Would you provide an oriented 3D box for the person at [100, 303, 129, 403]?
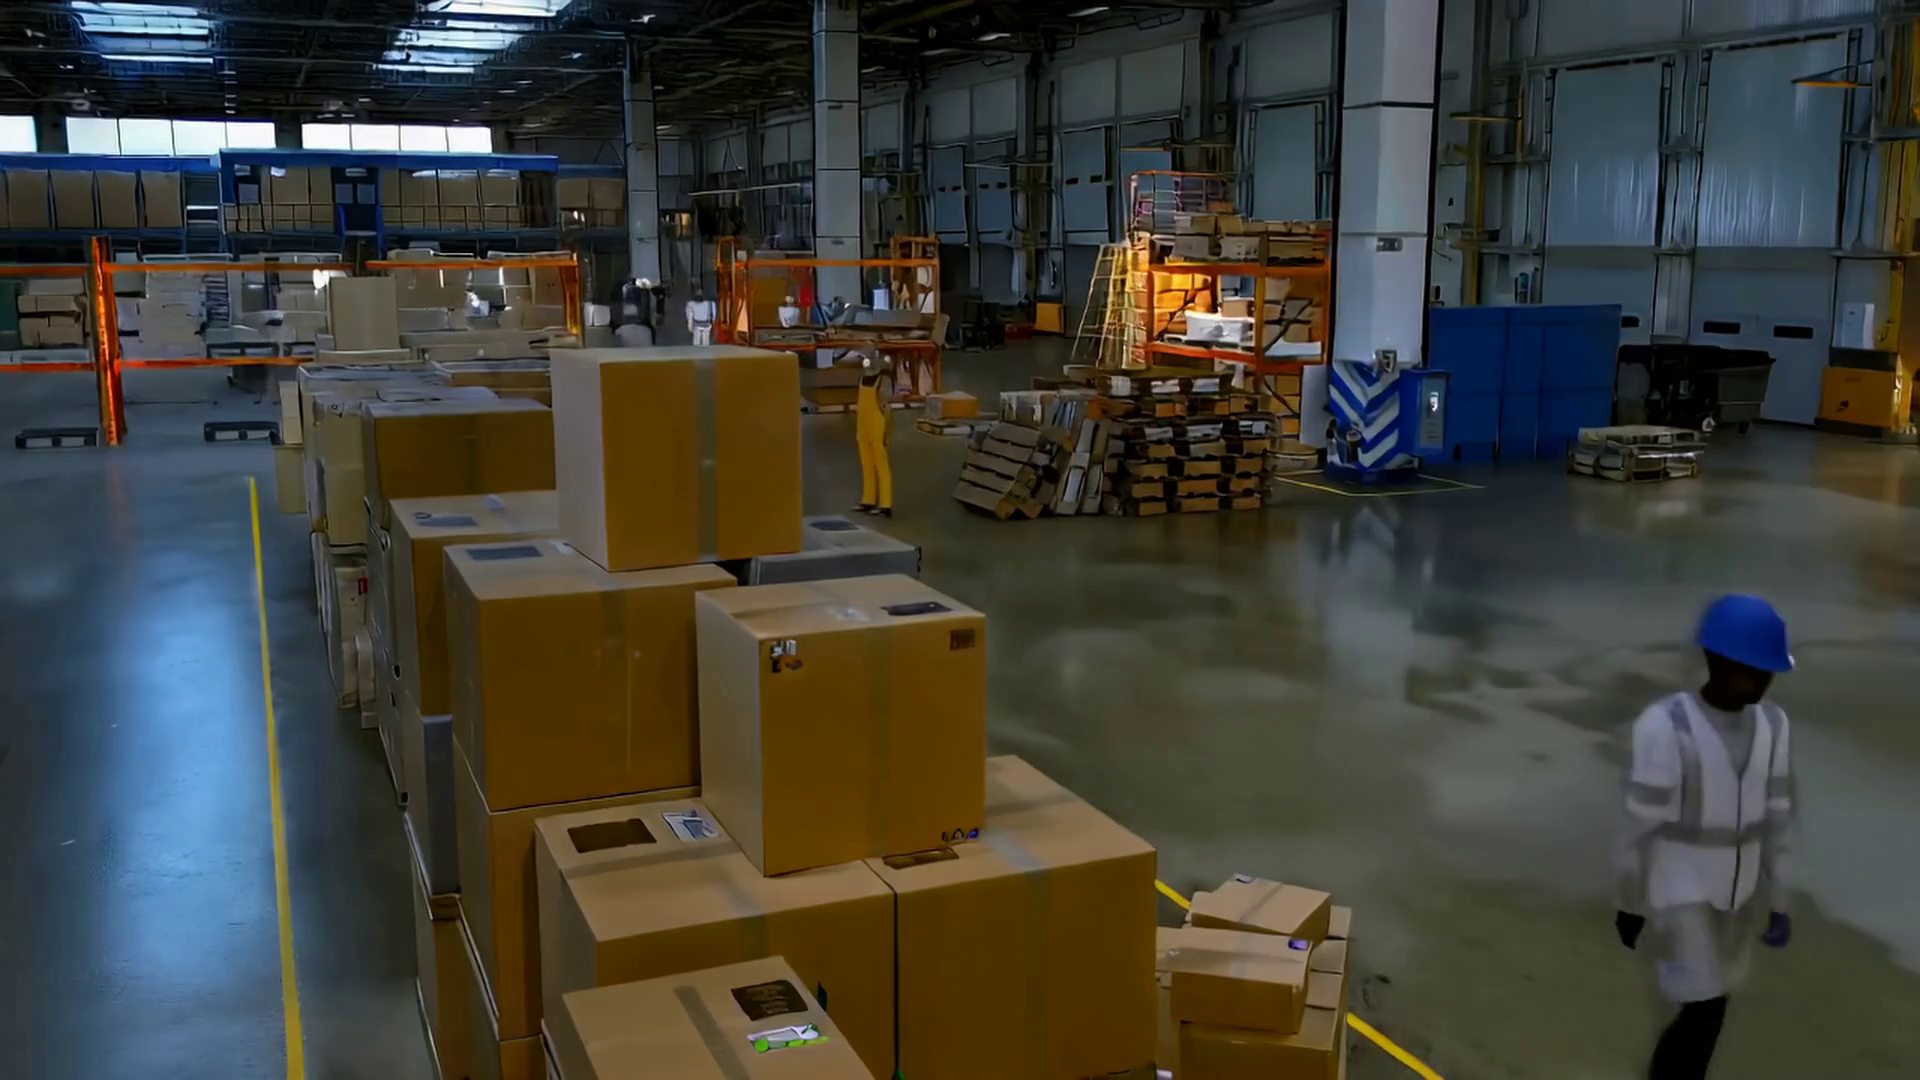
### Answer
[{"bbox_3d":[-15.584,-3.460,30.562,0.329,1.865,0.507,3,11,14],"label":"person"}]

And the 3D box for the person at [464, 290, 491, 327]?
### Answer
[{"bbox_3d":[-10.292,-4.436,35.831,0.647,1.907,0.688,5,12,27],"label":"person"}]

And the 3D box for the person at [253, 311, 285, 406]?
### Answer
[{"bbox_3d":[-12.459,-3.272,29.967,0.603,1.696,0.553,-1,10,-4],"label":"person"}]

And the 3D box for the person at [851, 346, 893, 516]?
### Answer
[{"bbox_3d":[-0.945,-1.179,18.041,0.517,1.843,0.325,10,14,43],"label":"person"}]

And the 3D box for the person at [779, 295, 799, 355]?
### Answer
[{"bbox_3d":[-4.040,-4.907,39.068,0.548,1.665,0.716,4,11,20],"label":"person"}]

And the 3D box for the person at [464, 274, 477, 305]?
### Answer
[{"bbox_3d":[-14.904,-7.132,50.621,0.364,1.928,0.586,1,10,6],"label":"person"}]

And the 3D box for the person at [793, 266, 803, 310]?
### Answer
[{"bbox_3d":[-6.813,-10.618,69.663,0.391,1.989,0.613,-3,11,-19],"label":"person"}]

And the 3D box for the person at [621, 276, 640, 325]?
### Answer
[{"bbox_3d":[-9.846,-6.938,49.674,0.627,1.899,1.025,-10,14,-44],"label":"person"}]

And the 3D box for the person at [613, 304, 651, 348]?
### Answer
[{"bbox_3d":[-5.420,-2.939,27.527,0.605,1.916,0.422,-2,11,-13],"label":"person"}]

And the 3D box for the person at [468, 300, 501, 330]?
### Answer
[{"bbox_3d":[-8.389,-3.284,29.437,0.592,1.919,0.389,-6,12,-31],"label":"person"}]

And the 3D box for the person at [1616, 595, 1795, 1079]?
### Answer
[{"bbox_3d":[2.363,1.105,5.229,0.561,1.921,0.413,-4,11,-19],"label":"person"}]

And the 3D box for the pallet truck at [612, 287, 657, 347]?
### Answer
[{"bbox_3d":[-6.464,-4.406,35.401,0.823,1.965,1.885,6,12,32],"label":"pallet truck"}]

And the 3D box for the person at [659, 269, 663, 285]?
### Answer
[{"bbox_3d":[-11.317,-9.250,62.328,0.392,1.923,0.541,-6,12,-30],"label":"person"}]

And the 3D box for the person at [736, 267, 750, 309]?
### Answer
[{"bbox_3d":[-9.310,-10.828,71.227,0.633,1.841,0.429,-5,12,-27],"label":"person"}]

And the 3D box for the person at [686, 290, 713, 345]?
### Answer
[{"bbox_3d":[-6.007,-4.847,38.361,0.622,1.815,0.814,-4,11,-22],"label":"person"}]
